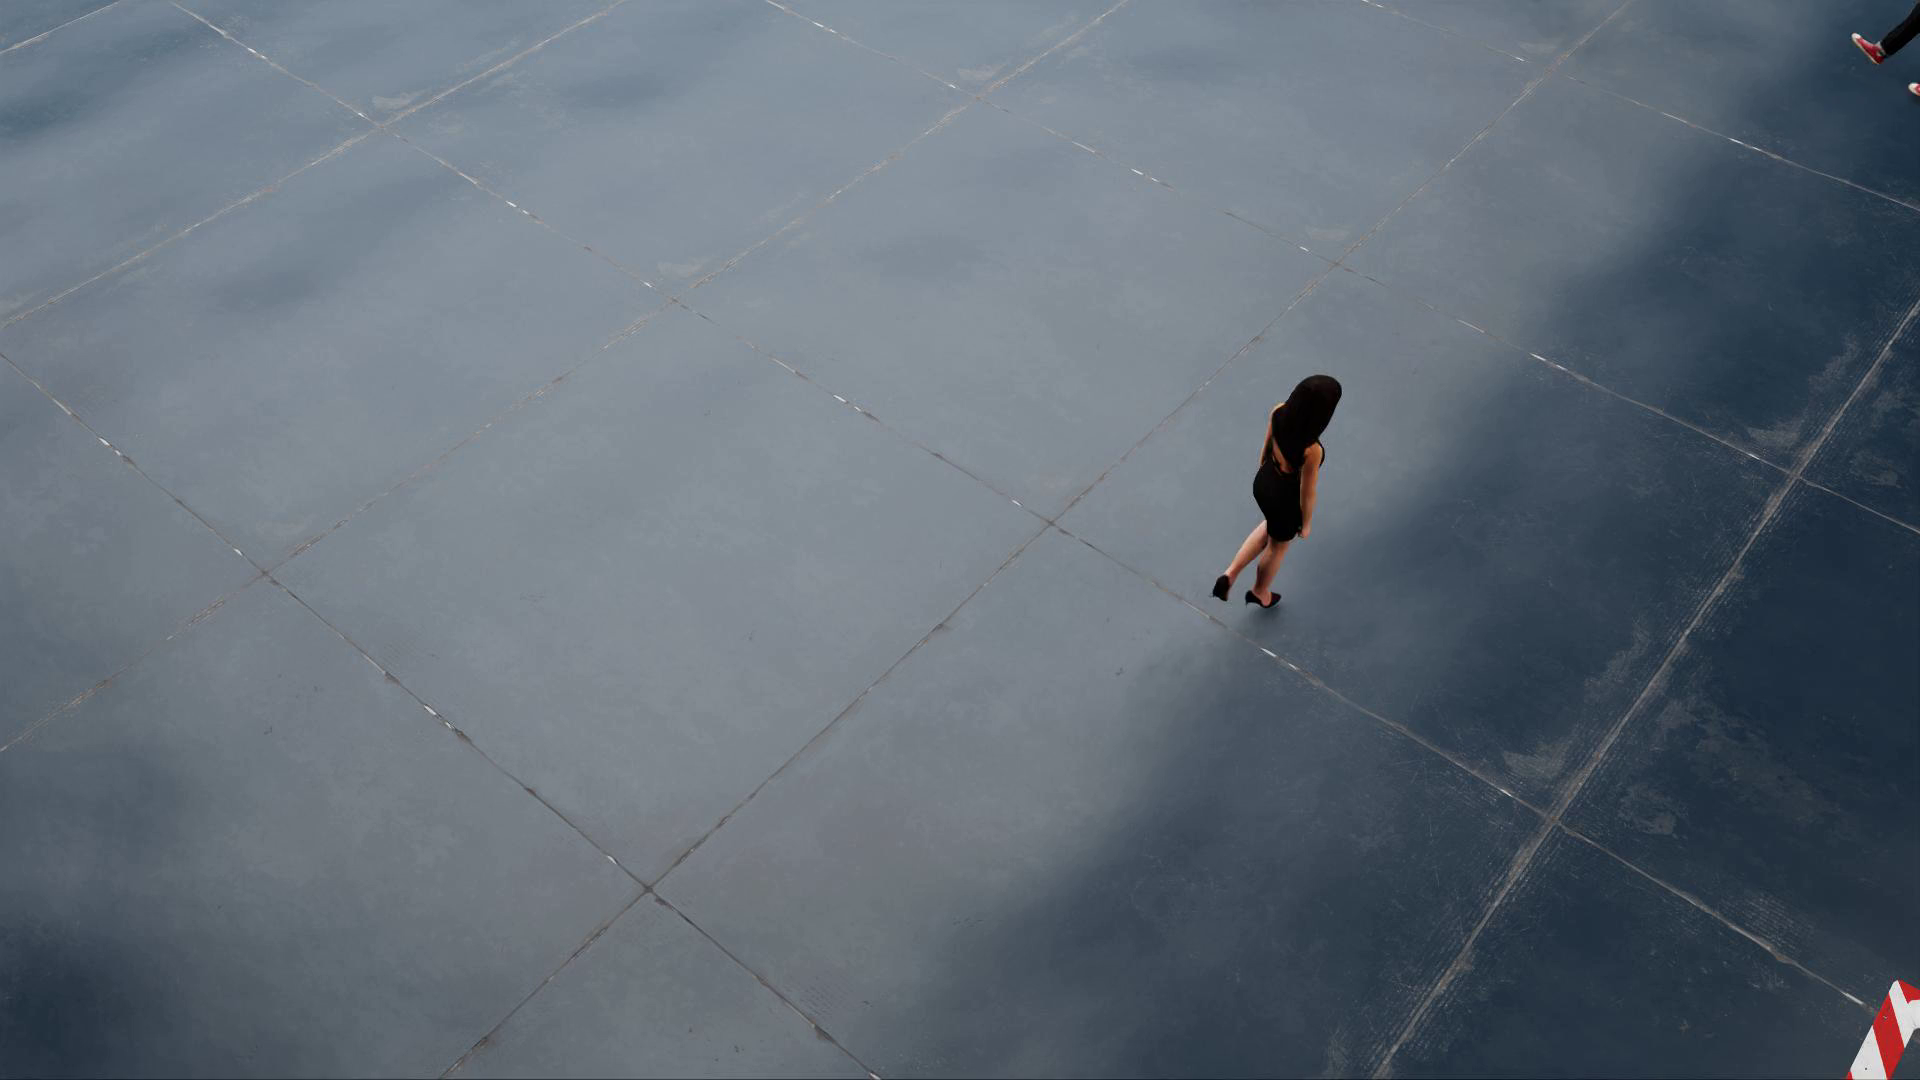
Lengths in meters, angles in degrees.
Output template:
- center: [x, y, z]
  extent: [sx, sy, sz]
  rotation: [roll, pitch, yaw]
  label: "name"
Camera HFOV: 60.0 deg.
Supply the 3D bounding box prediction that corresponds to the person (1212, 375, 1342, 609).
- center: [1.491, -0.160, 8.104]
  extent: [0.777, 1.629, 0.732]
  rotation: [-20, 50, -18]
  label: "person"
